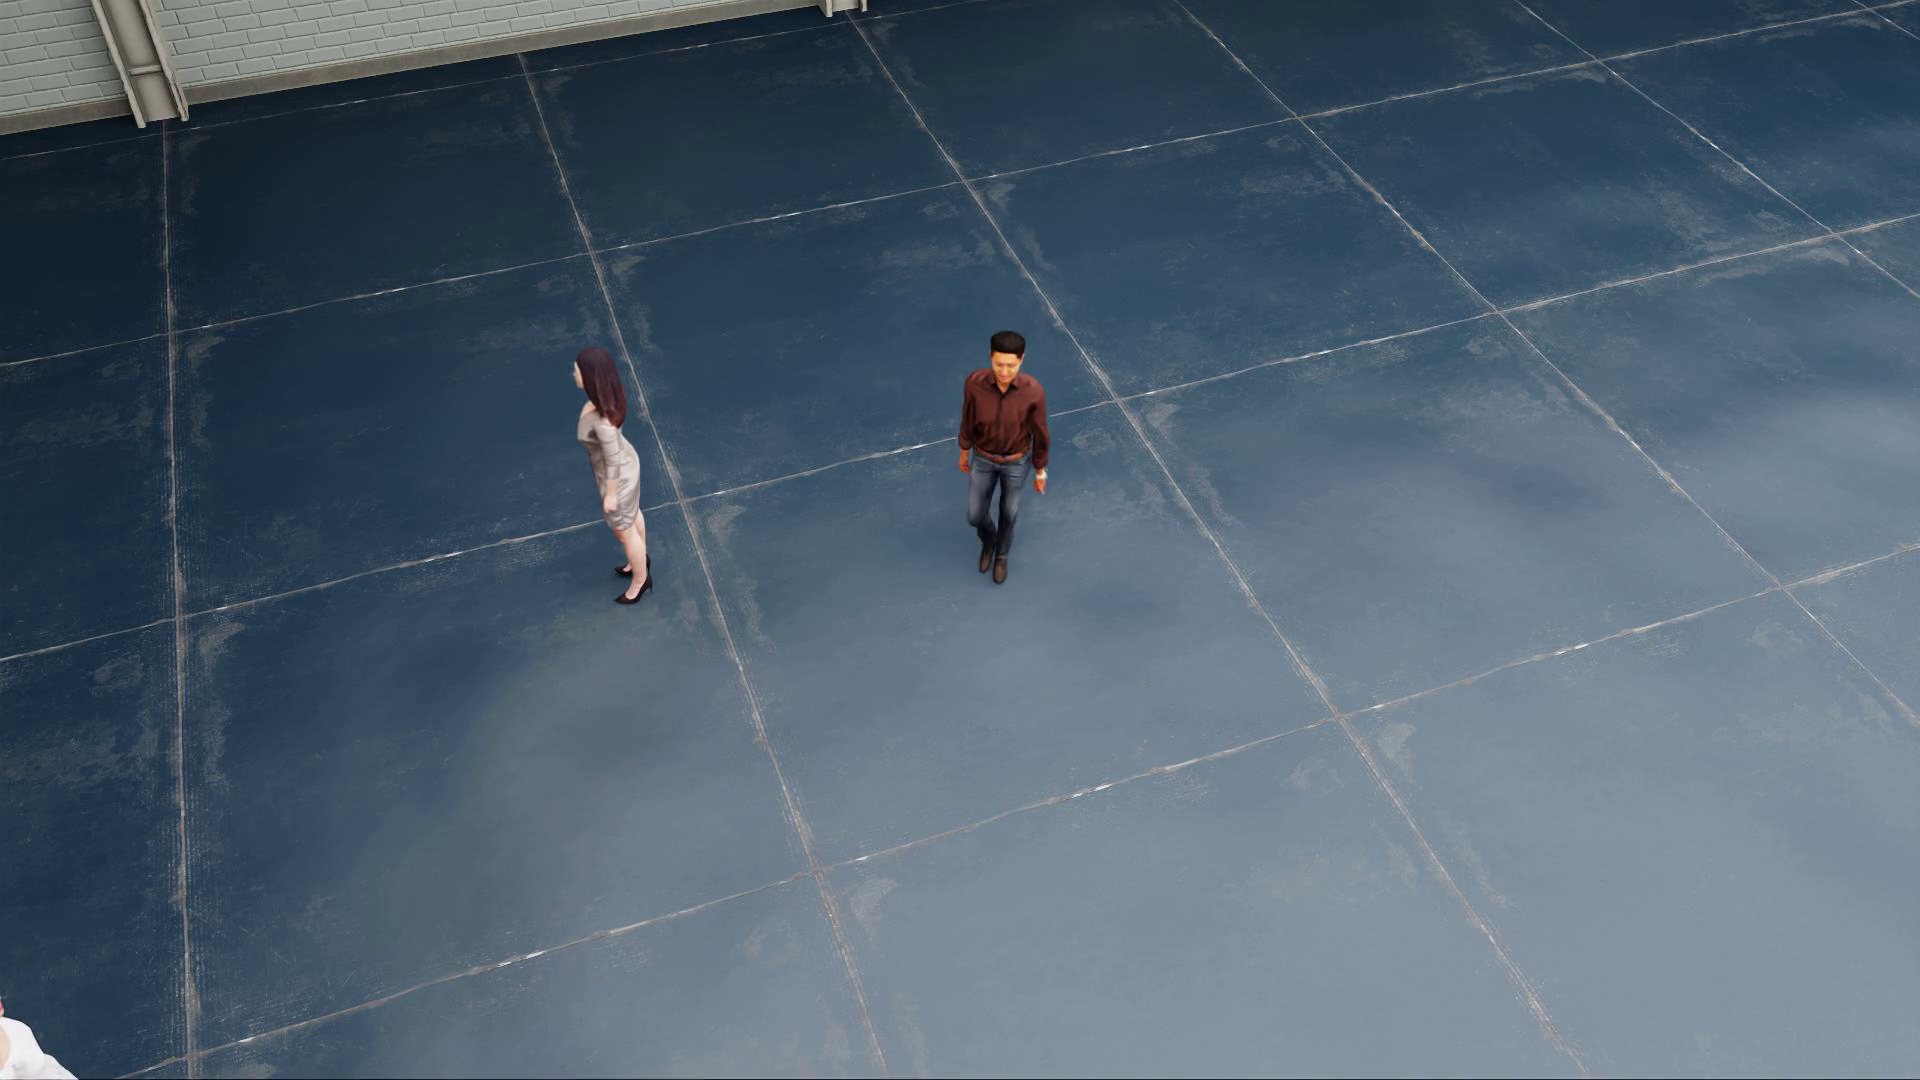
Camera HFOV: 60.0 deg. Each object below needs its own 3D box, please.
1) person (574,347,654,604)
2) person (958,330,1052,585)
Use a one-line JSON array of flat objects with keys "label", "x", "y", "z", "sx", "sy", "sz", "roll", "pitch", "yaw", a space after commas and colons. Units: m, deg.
[{"label": "person", "x": -1.924, "y": -0.358, "z": 9.318, "sx": 0.584, "sy": 1.747, "sz": 0.632, "roll": -4, "pitch": 43, "yaw": -5}, {"label": "person", "x": 0.245, "y": -0.515, "z": 9.470, "sx": 0.723, "sy": 1.769, "sz": 0.843, "roll": 7, "pitch": 43, "yaw": 7}]
